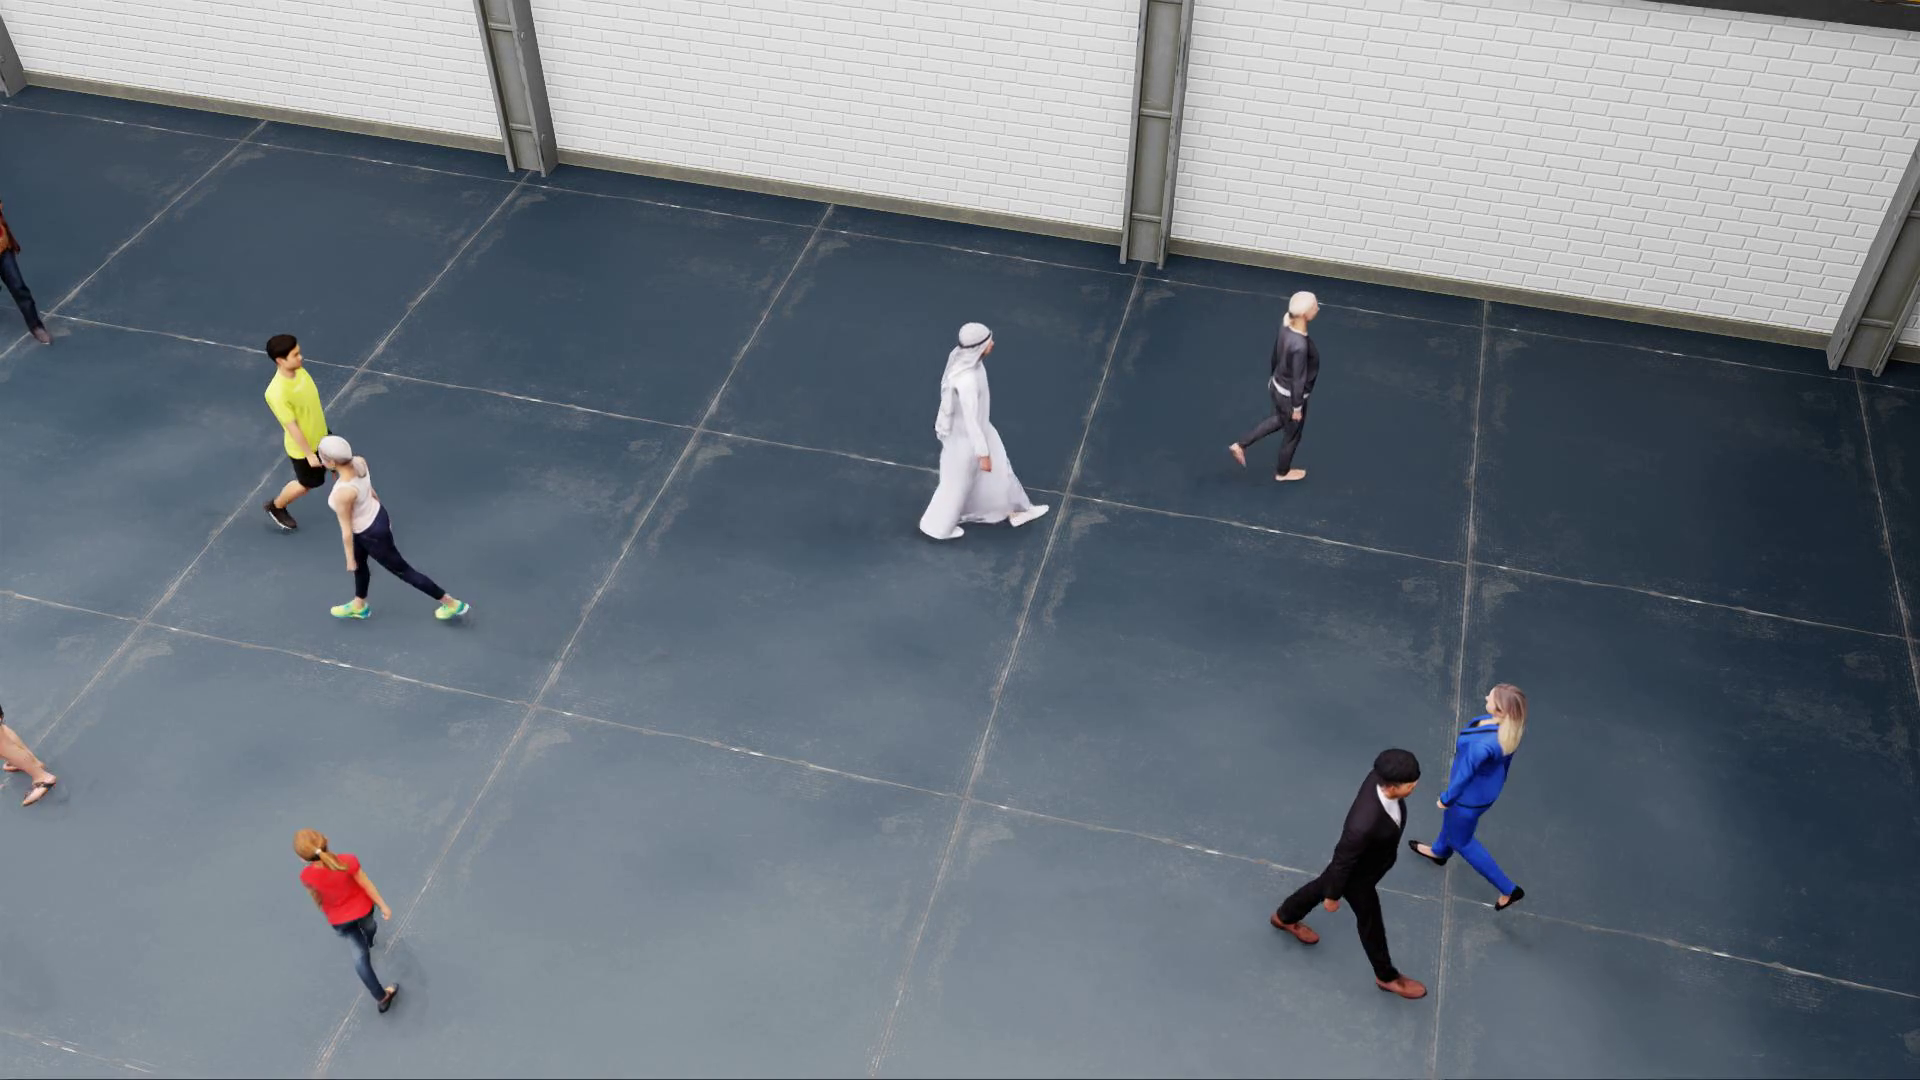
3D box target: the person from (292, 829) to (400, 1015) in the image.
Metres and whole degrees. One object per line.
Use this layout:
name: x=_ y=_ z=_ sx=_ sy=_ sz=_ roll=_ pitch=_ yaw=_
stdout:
person: x=-3.347 y=2.106 z=9.194 sx=0.894 sy=1.269 sz=0.927 roll=-14 pitch=45 yaw=-14

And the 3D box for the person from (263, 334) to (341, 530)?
person: x=-4.746 y=-0.722 z=11.863 sx=1.101 sy=1.682 sz=0.737 roll=4 pitch=44 yaw=4

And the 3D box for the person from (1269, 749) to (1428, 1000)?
person: x=2.112 y=1.751 z=9.165 sx=1.279 sy=1.825 sz=0.920 roll=21 pitch=48 yaw=21

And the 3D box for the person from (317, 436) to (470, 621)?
person: x=-3.830 y=-0.007 z=11.133 sx=1.278 sy=1.655 sz=0.862 roll=-1 pitch=44 yaw=-1

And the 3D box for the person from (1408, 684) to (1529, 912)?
person: x=3.038 y=1.486 z=9.548 sx=1.079 sy=1.678 sz=0.864 roll=31 pitch=52 yaw=29

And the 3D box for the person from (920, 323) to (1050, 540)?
person: x=-0.042 y=-0.730 z=11.723 sx=1.245 sy=1.888 sz=0.892 roll=2 pitch=44 yaw=2

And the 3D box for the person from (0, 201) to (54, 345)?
person: x=-8.023 y=-2.425 z=13.582 sx=1.183 sy=1.779 sz=0.946 roll=26 pitch=49 yaw=25

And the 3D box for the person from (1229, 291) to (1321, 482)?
person: x=2.360 y=-1.101 z=12.240 sx=0.935 sy=1.712 sz=0.802 roll=-6 pitch=44 yaw=-6
